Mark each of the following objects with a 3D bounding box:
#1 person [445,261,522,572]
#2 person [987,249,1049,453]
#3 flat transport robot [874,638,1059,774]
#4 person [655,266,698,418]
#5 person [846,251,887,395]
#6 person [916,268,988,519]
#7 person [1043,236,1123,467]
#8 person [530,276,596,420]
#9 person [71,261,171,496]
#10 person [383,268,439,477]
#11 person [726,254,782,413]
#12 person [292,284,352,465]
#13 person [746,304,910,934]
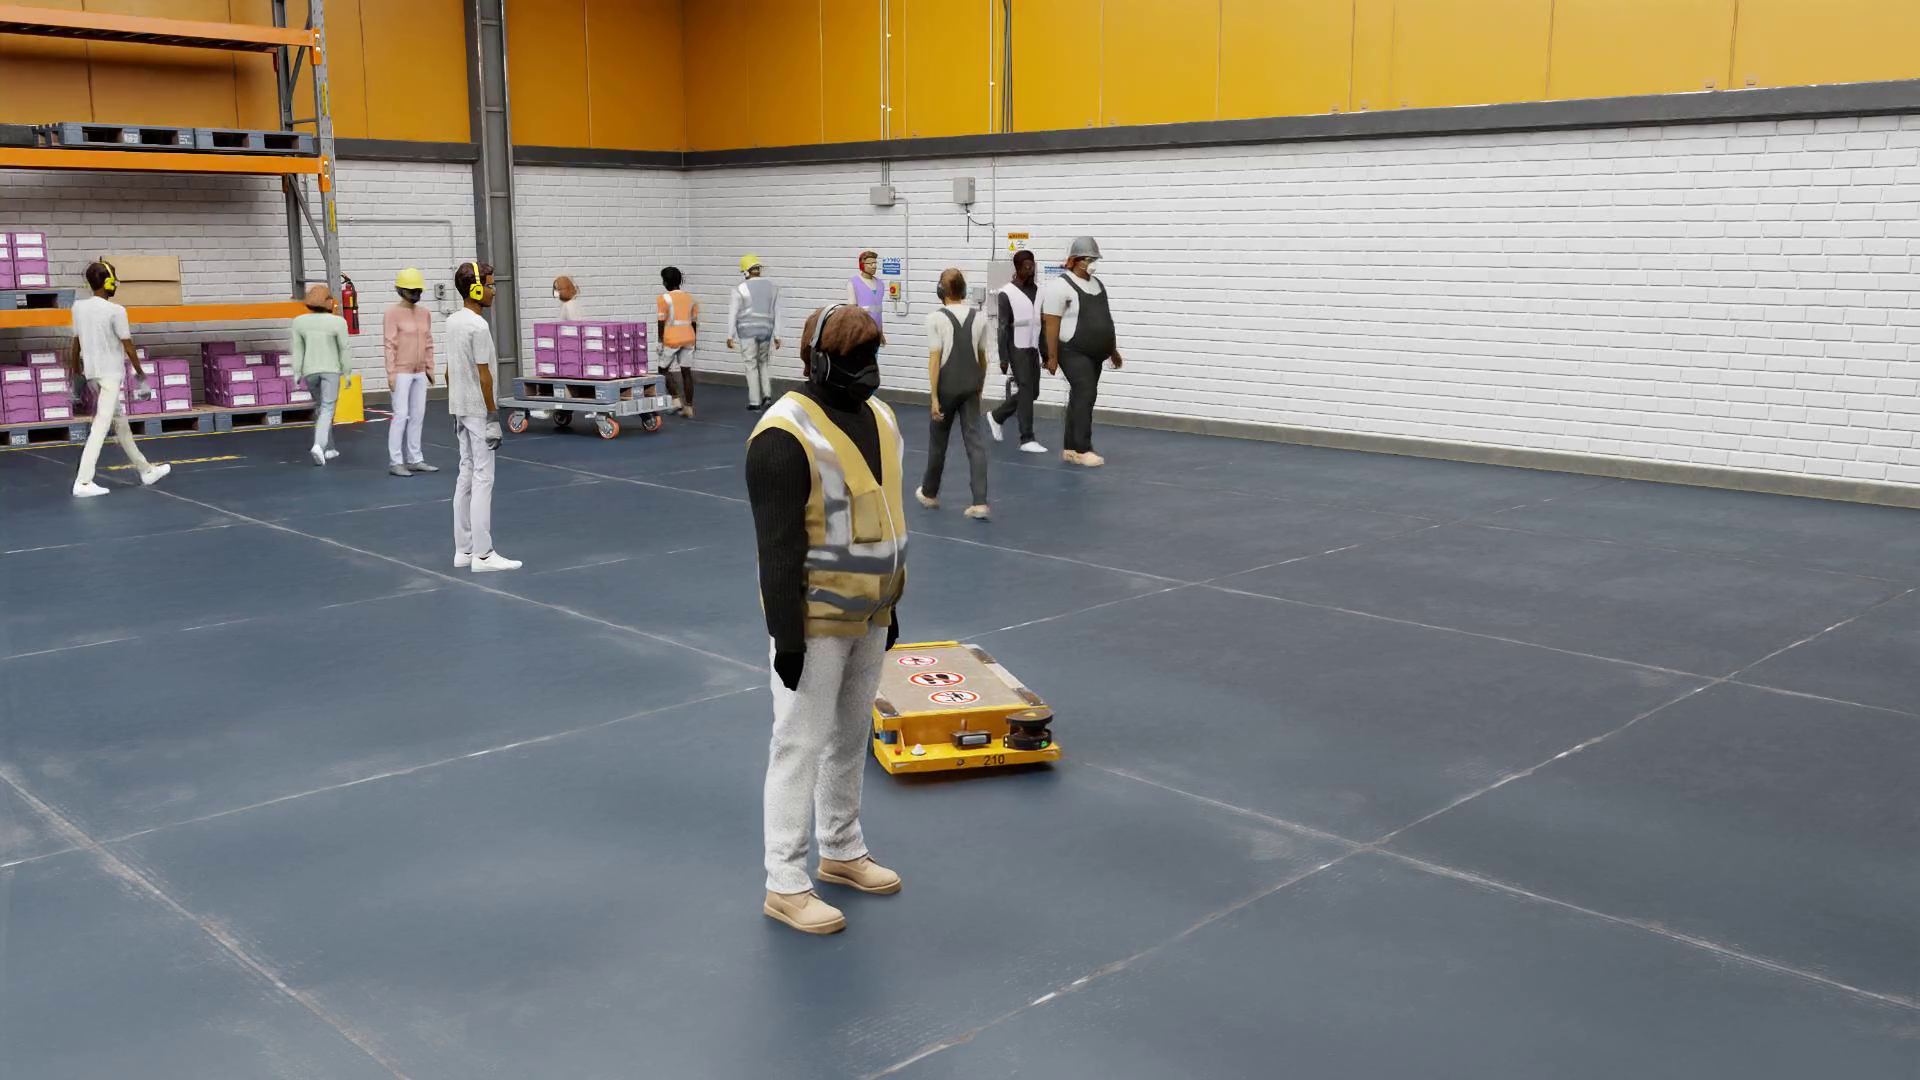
[{"bbox_3d":[-2.925,-0.744,10.069,0.309,1.868,0.534,-9,14,-40],"label":"person"},{"bbox_3d":[0.545,-1.786,15.689,0.736,1.894,0.597,8,13,39],"label":"person"},{"bbox_3d":[-0.124,0.644,6.863,0.652,0.197,1.431,-3,11,-15],"label":"flat transport robot"},{"bbox_3d":[-3.141,-2.191,18.464,0.563,1.674,0.391,-10,14,-43],"label":"person"},{"bbox_3d":[-1.068,-2.333,18.799,0.391,1.846,0.564,8,13,37],"label":"person"},{"bbox_3d":[-0.025,-1.063,12.042,0.528,1.788,1.011,-5,11,-24],"label":"person"},{"bbox_3d":[1.165,-1.676,14.686,0.757,2.000,0.691,8,13,38],"label":"person"},{"bbox_3d":[-4.313,-2.101,18.264,0.890,1.575,0.527,-2,11,-13],"label":"person"},{"bbox_3d":[-6.689,-1.281,13.145,0.553,1.811,0.996,4,11,21],"label":"person"},{"bbox_3d":[-4.632,-1.410,14.032,0.394,1.750,0.534,5,11,24],"label":"person"},{"bbox_3d":[-2.365,-2.357,19.051,0.598,1.799,0.463,-7,12,-33],"label":"person"},{"bbox_3d":[-5.698,-1.477,14.822,0.498,1.598,0.822,0,10,0],"label":"person"},{"bbox_3d":[-0.372,0.224,4.916,0.433,1.835,0.632,6,12,29],"label":"person"}]
